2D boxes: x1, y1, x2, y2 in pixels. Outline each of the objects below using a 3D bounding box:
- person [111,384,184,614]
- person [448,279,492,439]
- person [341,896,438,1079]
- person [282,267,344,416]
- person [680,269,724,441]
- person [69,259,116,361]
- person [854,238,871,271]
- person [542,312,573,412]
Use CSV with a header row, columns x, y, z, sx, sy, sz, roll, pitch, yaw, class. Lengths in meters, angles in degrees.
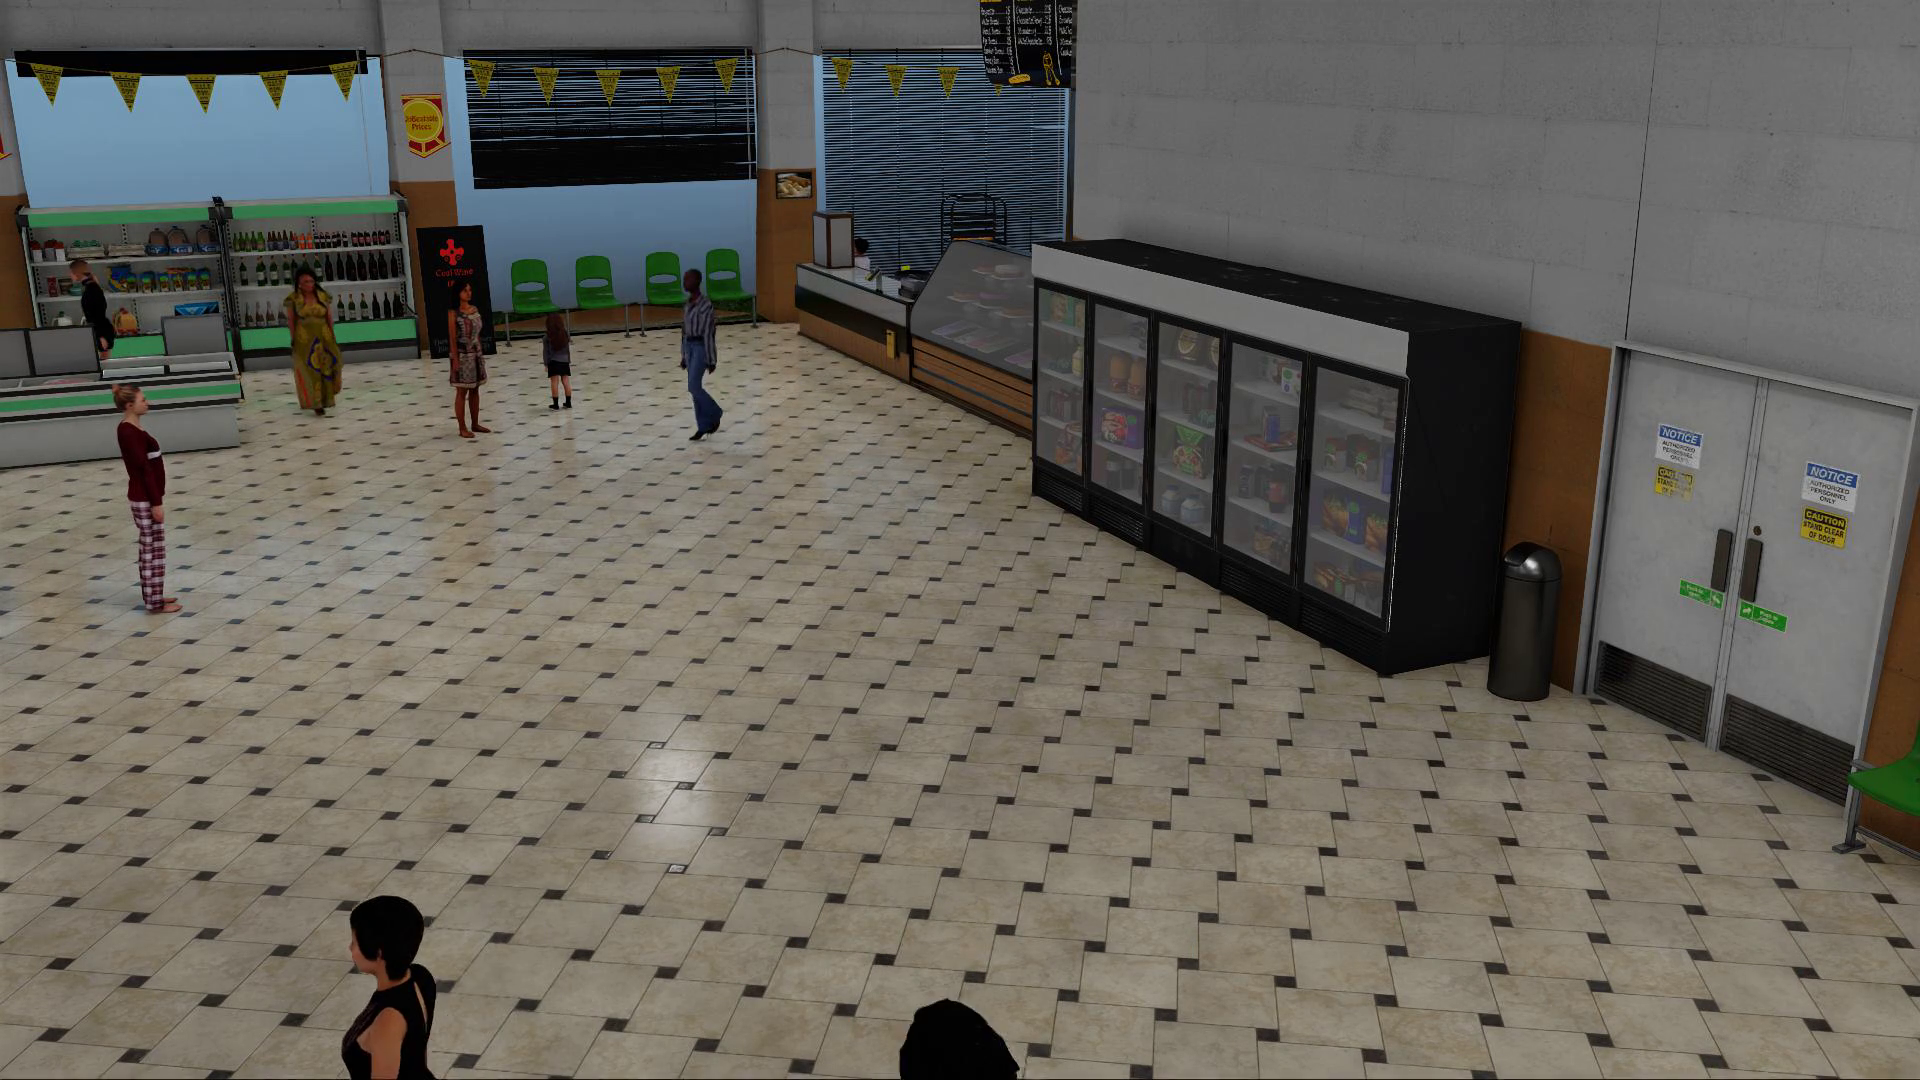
x,y,z,sx,sy,sz,roll,pitch,yaw,class
-5.939,-0.313,12.131,0.533,1.696,0.639,-10,20,-31,person
-5.203,-1.927,17.535,0.781,1.645,0.691,8,19,25,person
-1.650,1.855,5.178,0.902,1.587,0.735,-2,17,-7,person
-7.225,-2.223,18.512,1.004,1.642,0.965,-13,21,-37,person
-2.633,-1.907,17.234,0.755,1.781,0.735,-14,22,-38,person
-9.346,-2.207,18.298,0.642,1.737,0.598,-9,19,-27,person
-1.434,-3.773,24.270,0.618,1.262,0.531,15,23,41,person
-4.537,-2.018,18.762,0.432,1.105,0.559,-12,21,-35,person
